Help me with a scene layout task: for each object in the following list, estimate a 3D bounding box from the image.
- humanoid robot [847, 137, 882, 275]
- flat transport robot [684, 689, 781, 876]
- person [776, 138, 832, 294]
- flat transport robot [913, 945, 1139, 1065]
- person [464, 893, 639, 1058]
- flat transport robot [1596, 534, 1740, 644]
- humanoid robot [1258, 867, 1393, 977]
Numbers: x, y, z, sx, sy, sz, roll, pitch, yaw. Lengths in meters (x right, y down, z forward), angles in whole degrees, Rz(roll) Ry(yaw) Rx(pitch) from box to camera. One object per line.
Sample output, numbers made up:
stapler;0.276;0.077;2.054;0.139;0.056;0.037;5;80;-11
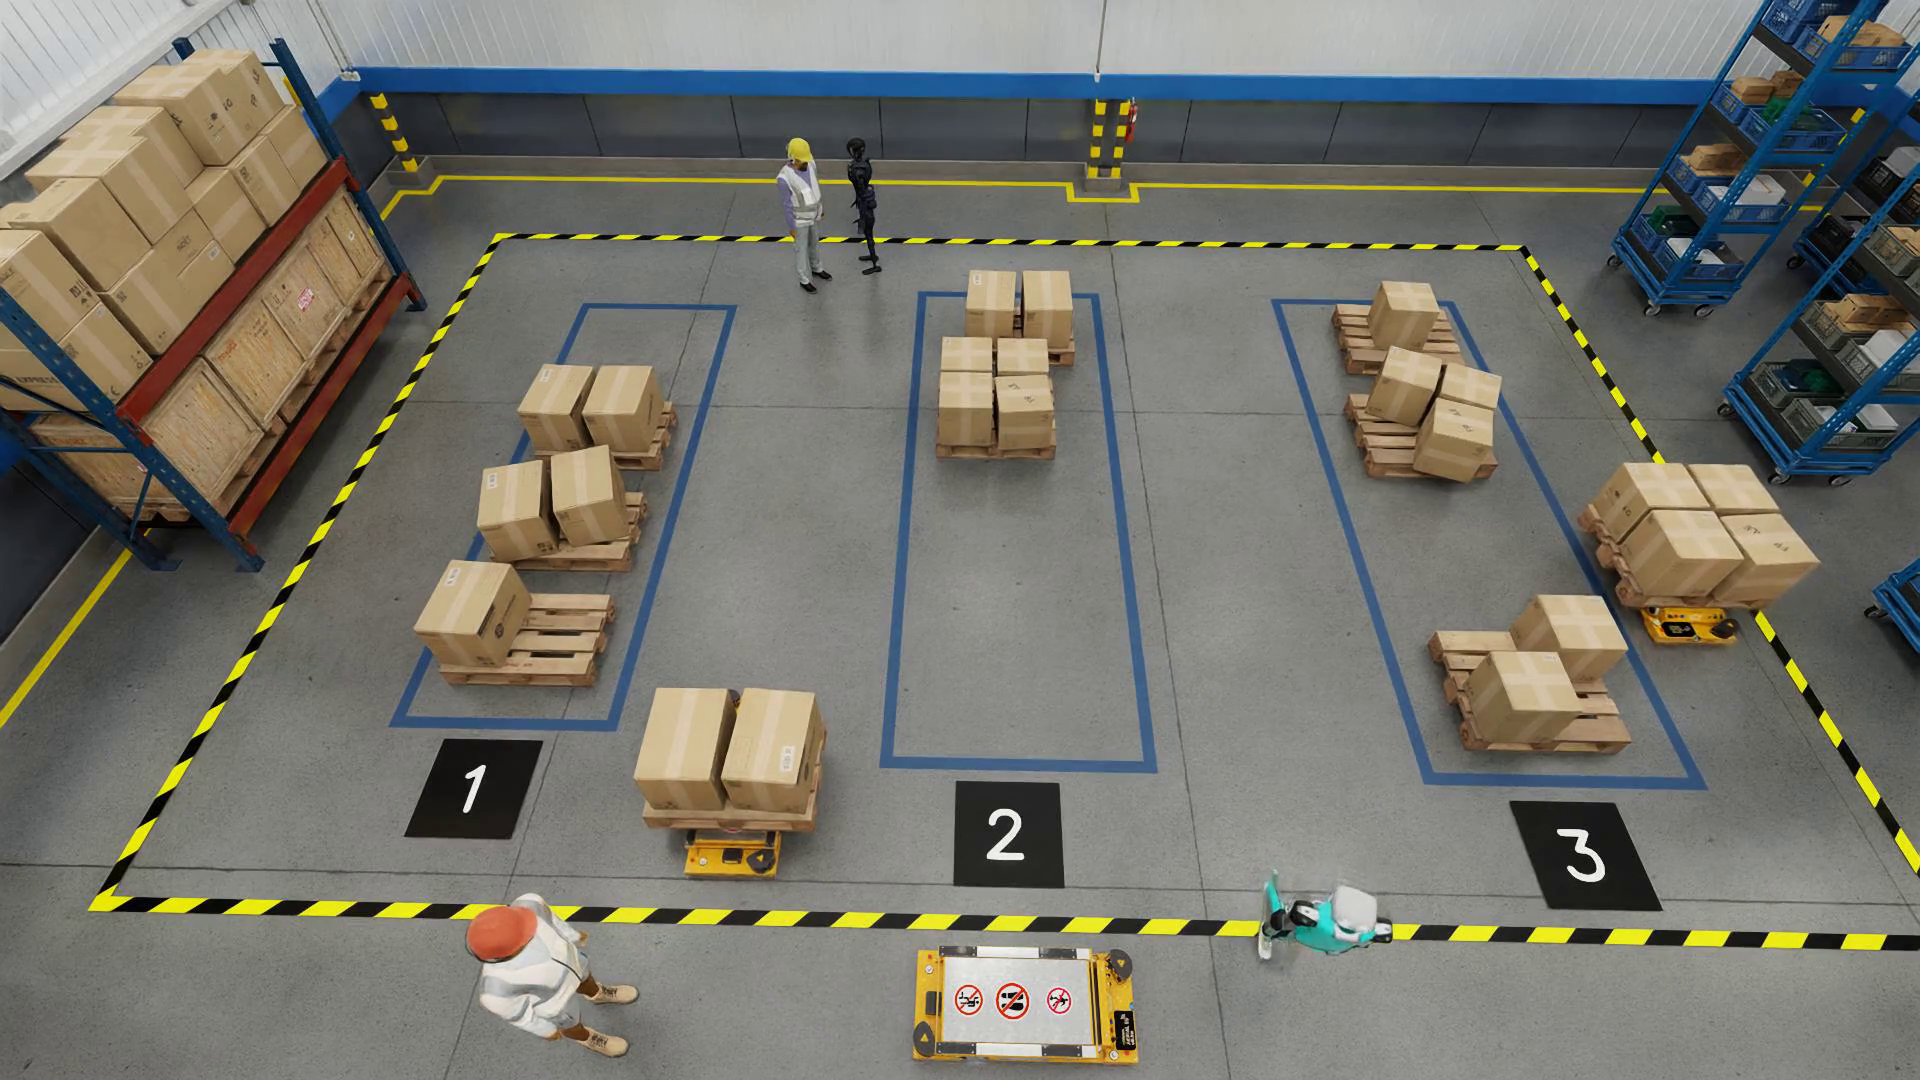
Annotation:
humanoid robot;-1.135;-3.917;10.763;0.315;1.653;0.599;-6;51;-5
flat transport robot;-1.639;1.813;6.990;0.652;0.197;1.431;1;51;1
person;-1.767;-3.722;10.516;0.403;1.825;0.588;26;55;20
flat transport robot;0.422;3.041;6.007;1.431;0.231;0.659;1;51;1
person;-2.318;2.527;5.279;0.358;2.047;0.613;0;51;0
flat transport robot;6.304;0.276;8.243;0.652;0.197;1.431;1;51;1
humanoid robot;2.139;2.310;5.705;0.540;1.839;0.787;9;51;7
